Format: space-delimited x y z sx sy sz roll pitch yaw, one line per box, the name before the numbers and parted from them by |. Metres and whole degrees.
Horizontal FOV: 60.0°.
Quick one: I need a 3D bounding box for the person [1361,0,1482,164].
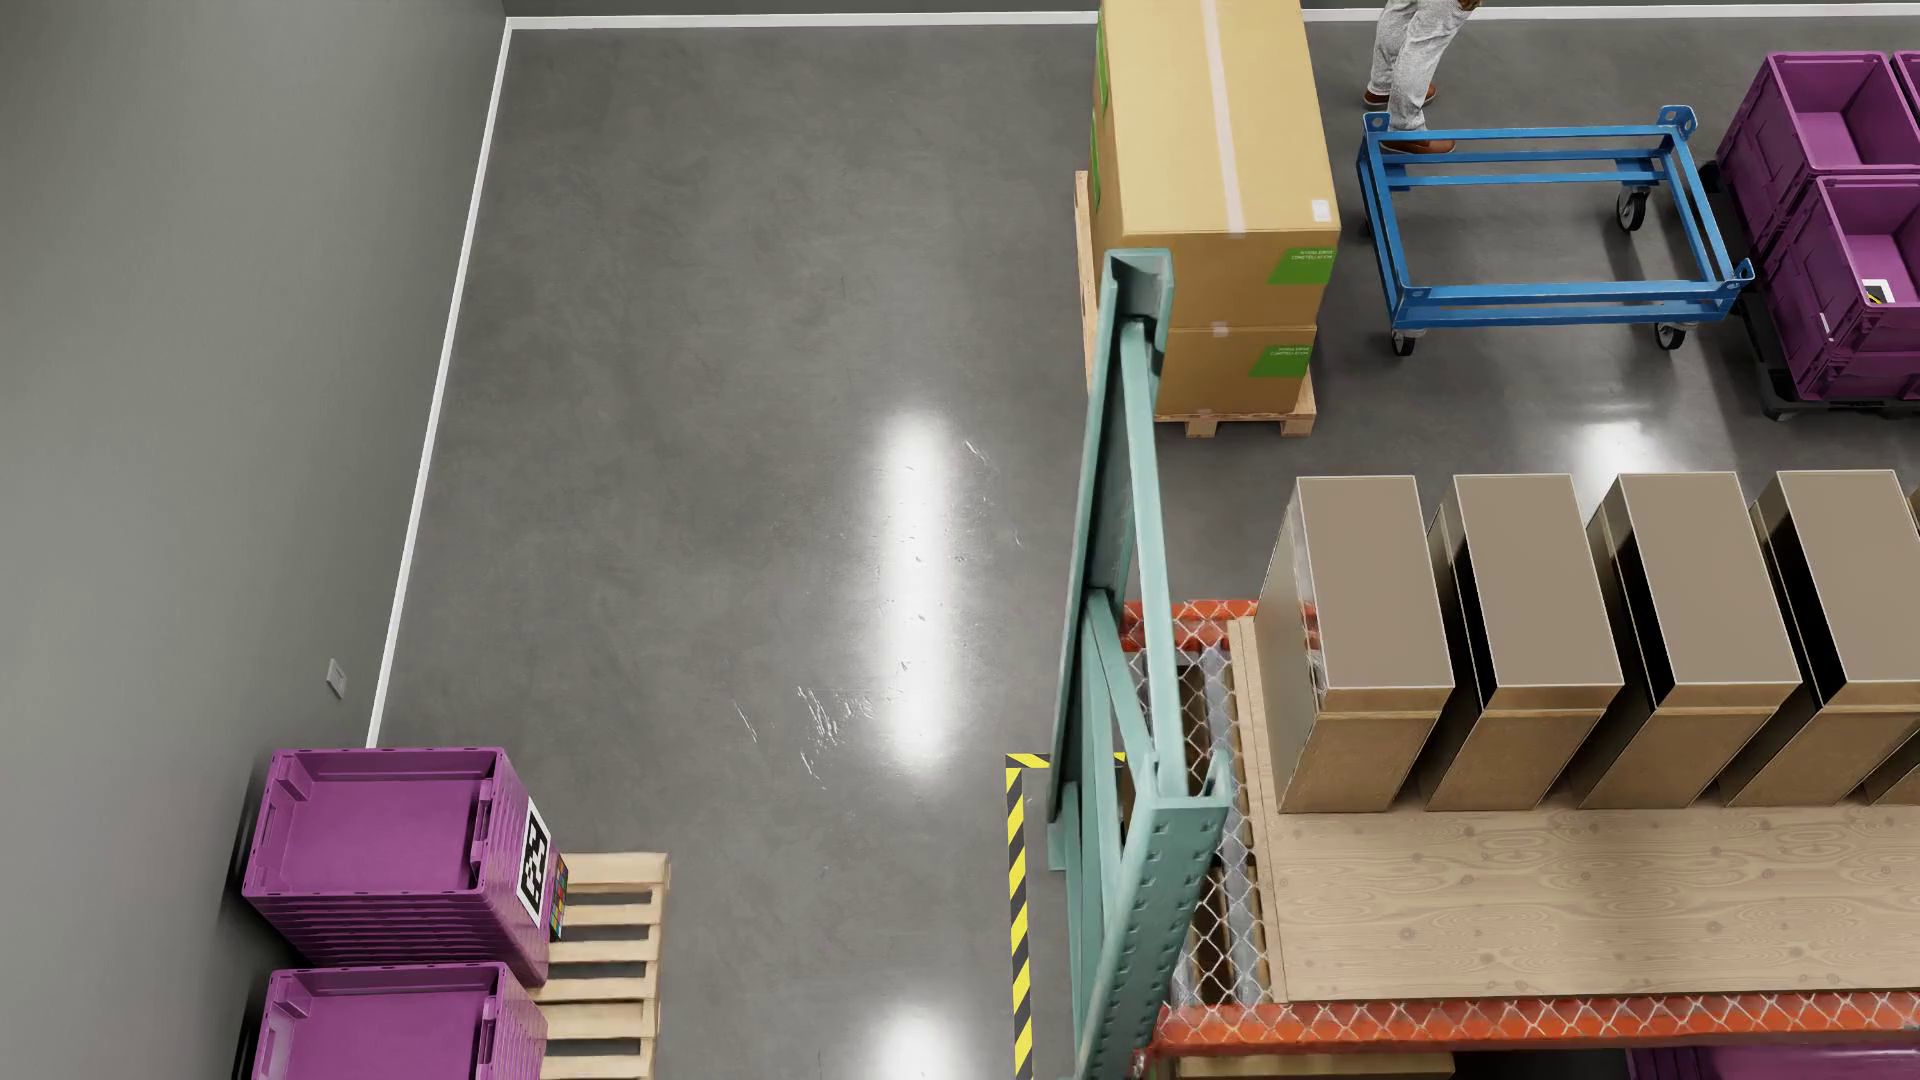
person | 1.819 -2.237 6.074 0.372 1.940 0.631 -3 58 -2
